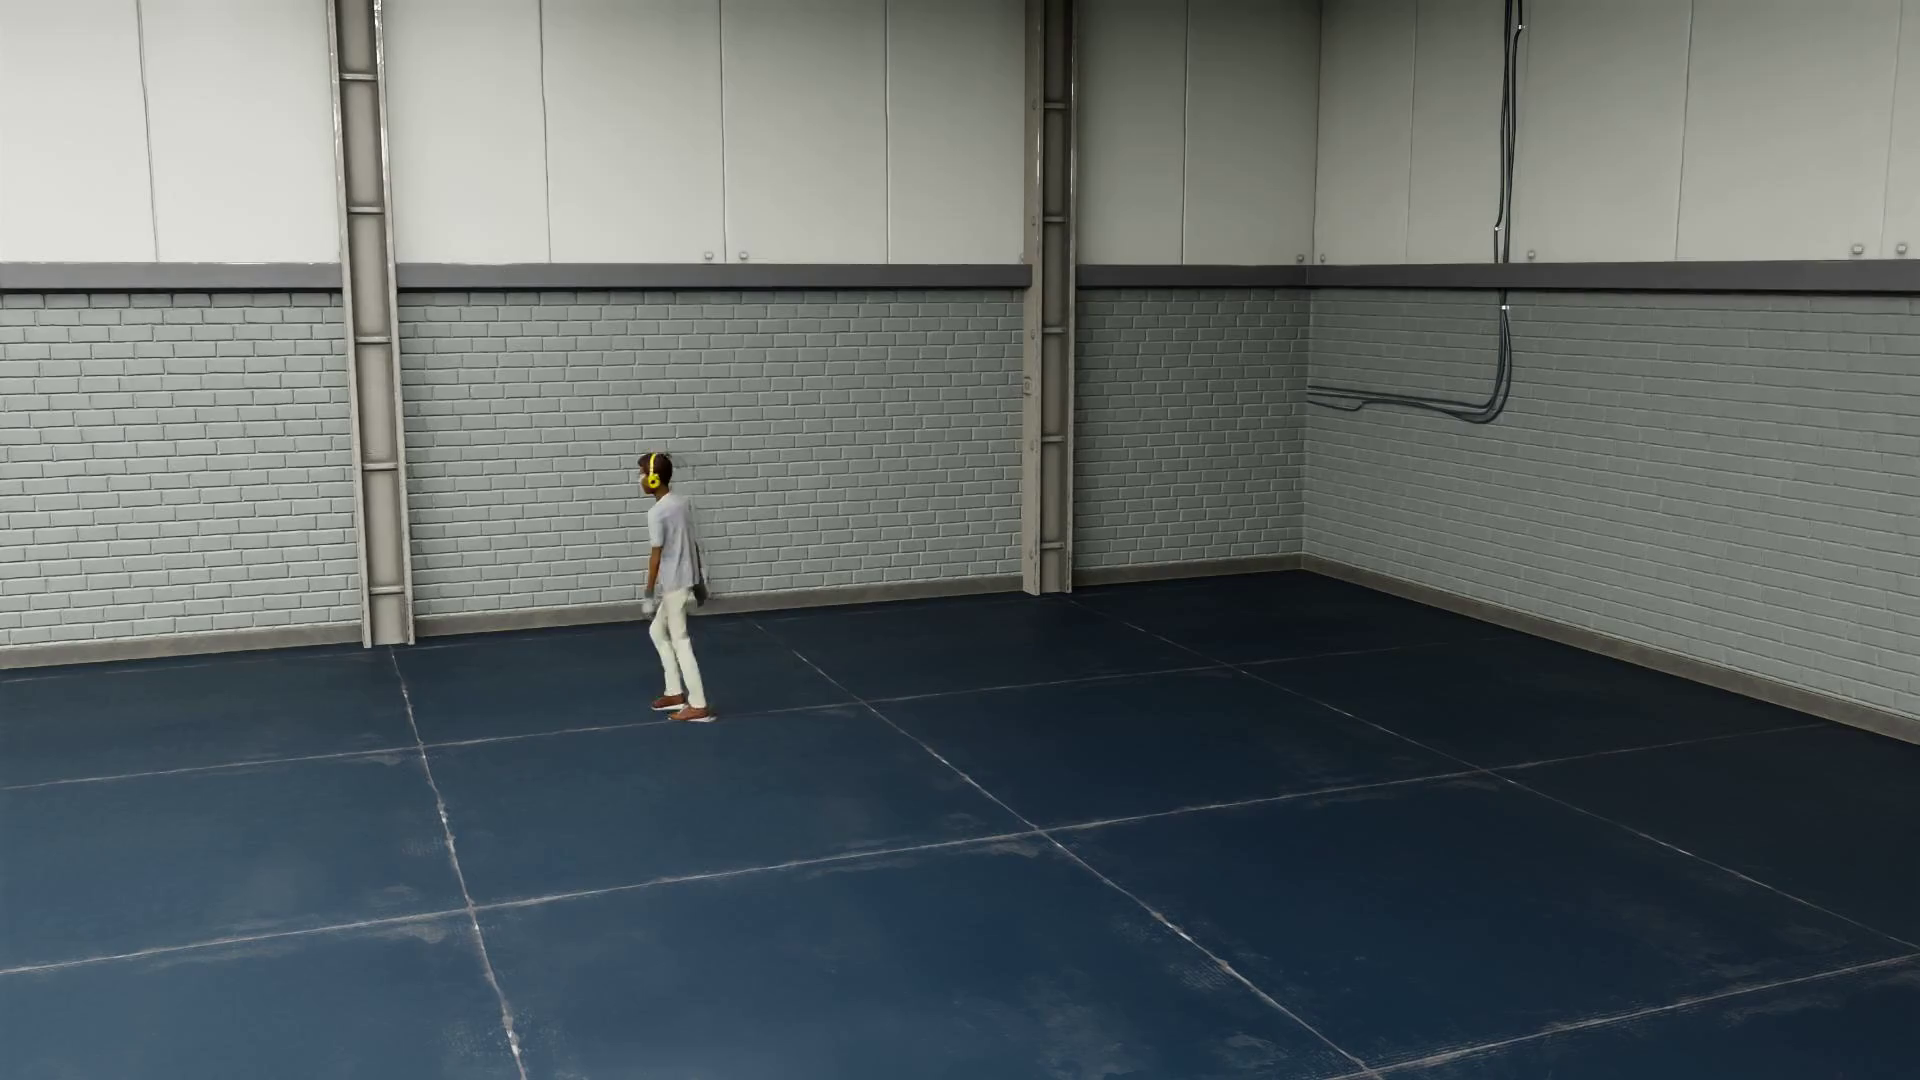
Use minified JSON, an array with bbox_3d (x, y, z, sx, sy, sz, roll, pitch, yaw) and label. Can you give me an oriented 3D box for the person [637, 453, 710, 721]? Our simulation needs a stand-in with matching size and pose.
[{"bbox_3d":[-1.989,0.332,11.249,0.648,1.836,0.532,2,9,13],"label":"person"}]
